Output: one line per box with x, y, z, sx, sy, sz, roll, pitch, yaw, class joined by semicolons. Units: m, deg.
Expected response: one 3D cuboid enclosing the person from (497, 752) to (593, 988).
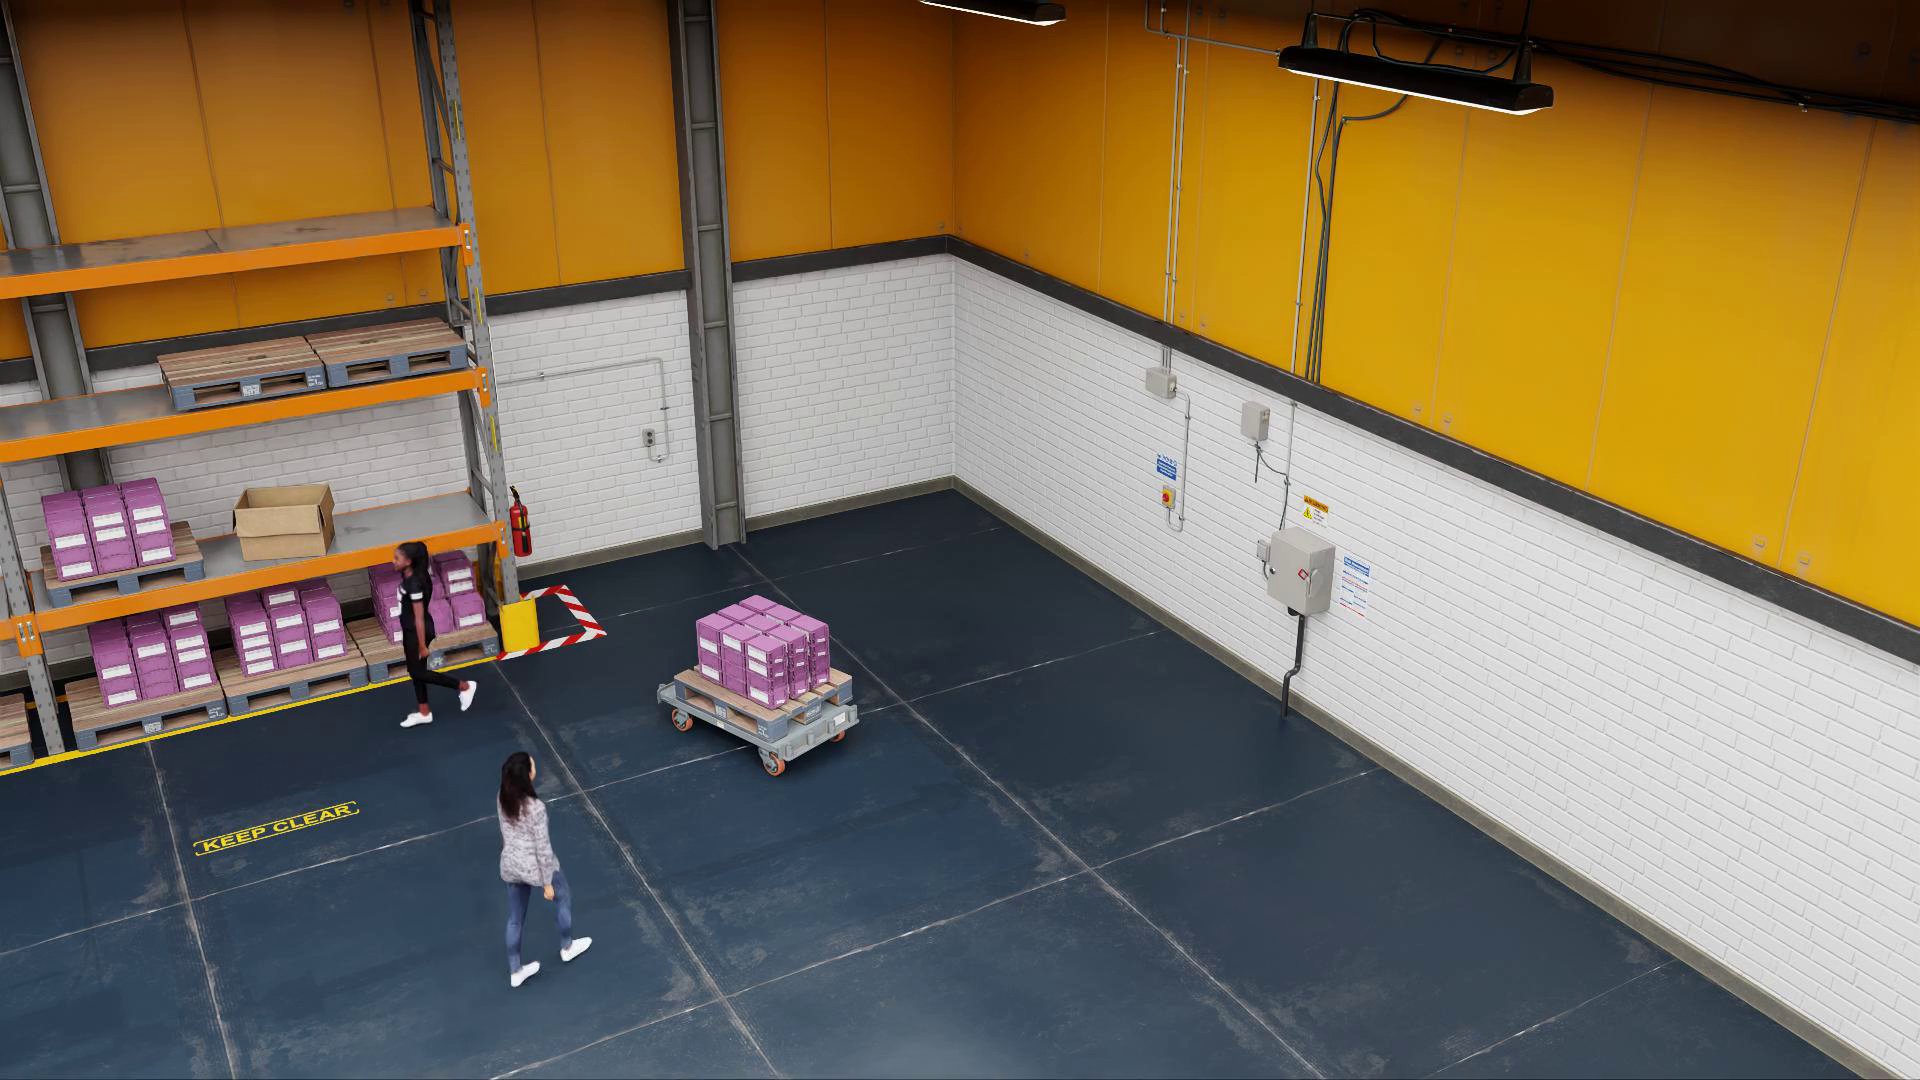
-2.949;2.242;11.128;0.894;1.709;0.996;12;26;26;person

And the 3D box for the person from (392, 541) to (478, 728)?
-4.609;0.810;14.394;0.898;1.716;0.626;-12;26;-25;person
